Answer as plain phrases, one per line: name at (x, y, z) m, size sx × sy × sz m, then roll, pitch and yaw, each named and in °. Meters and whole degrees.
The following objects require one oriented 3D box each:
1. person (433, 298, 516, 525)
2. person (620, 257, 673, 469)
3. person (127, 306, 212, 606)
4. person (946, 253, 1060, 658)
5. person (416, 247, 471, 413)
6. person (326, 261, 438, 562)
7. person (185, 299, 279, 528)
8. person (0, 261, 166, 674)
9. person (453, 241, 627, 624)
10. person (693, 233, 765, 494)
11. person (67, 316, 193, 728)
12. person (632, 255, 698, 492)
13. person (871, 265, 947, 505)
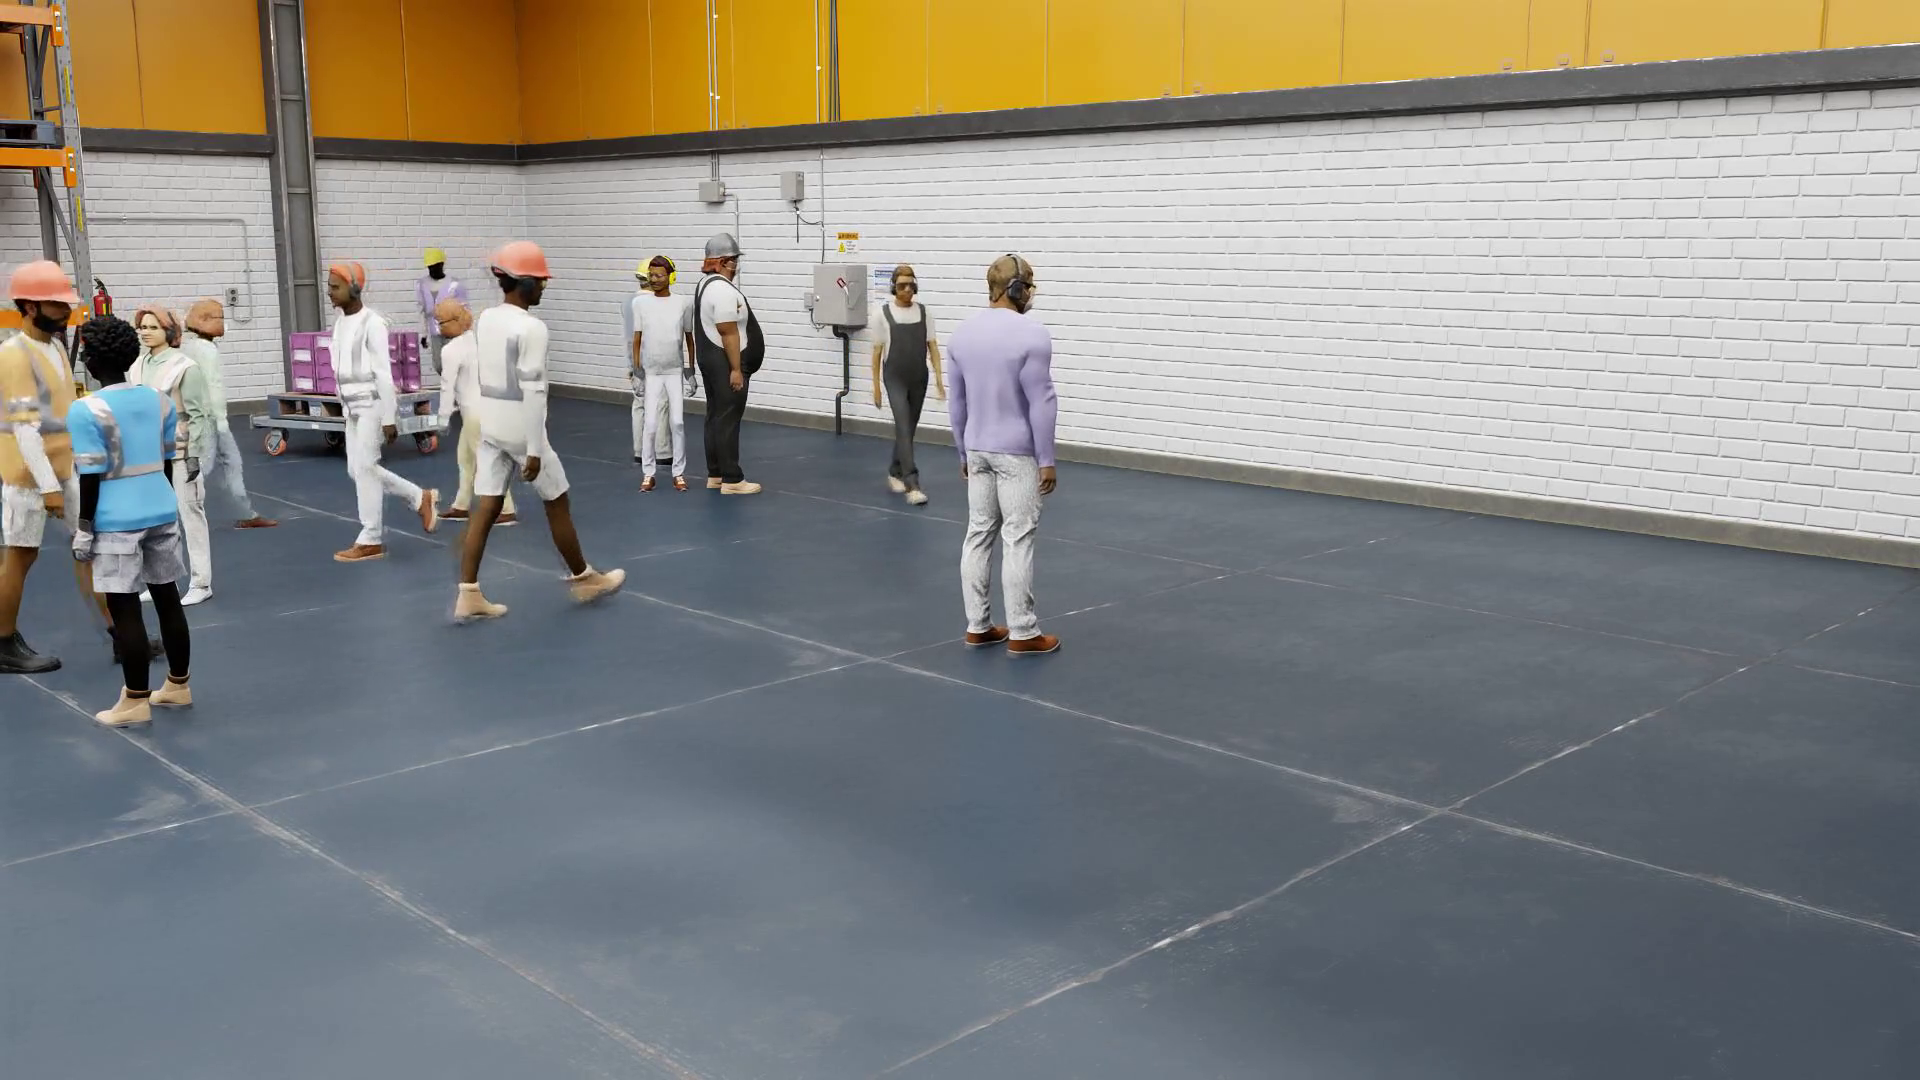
person at (-3.439, -0.880, 11.540) m, size 0.704 × 1.589 × 0.569 m, roll 1°, pitch 10°, yaw 7°
person at (-2.674, -1.537, 14.496) m, size 0.600 × 1.829 × 0.404 m, roll 8°, pitch 13°, yaw 36°
person at (-4.350, -0.460, 9.134) m, size 0.513 × 1.645 × 0.307 m, roll 4°, pitch 11°, yaw 20°
person at (0.215, -0.400, 8.017) m, size 0.627 × 1.934 × 0.370 m, roll 9°, pitch 14°, yaw 42°
person at (-5.895, -2.414, 19.111) m, size 0.606 × 1.893 × 0.681 m, roll 3°, pitch 11°, yaw 14°
person at (-3.630, -0.813, 10.454) m, size 0.703 × 1.867 × 0.589 m, roll -10°, pitch 14°, yaw -44°
person at (-5.127, -0.824, 11.253) m, size 0.802 × 1.602 × 0.512 m, roll -6°, pitch 12°, yaw -30°
person at (-4.101, -0.316, 7.647) m, size 0.907 × 1.893 × 0.570 m, roll -1°, pitch 10°, yaw -4°
person at (-2.303, -0.575, 8.823) m, size 0.635 × 1.989 × 1.038 m, roll 9°, pitch 13°, yaw 39°
person at (-1.811, -1.392, 13.134) m, size 0.537 × 2.000 × 0.682 m, roll -5°, pitch 11°, yaw -25°
person at (-3.436, -0.072, 6.871) m, size 0.321 × 1.697 × 0.529 m, roll 3°, pitch 11°, yaw 16°
person at (-2.335, -1.309, 13.167) m, size 0.519 × 1.865 × 0.335 m, roll -2°, pitch 11°, yaw -8°
person at (-0.425, -1.205, 12.780) m, size 0.525 × 1.802 × 0.960 m, roll -5°, pitch 11°, yaw -24°
